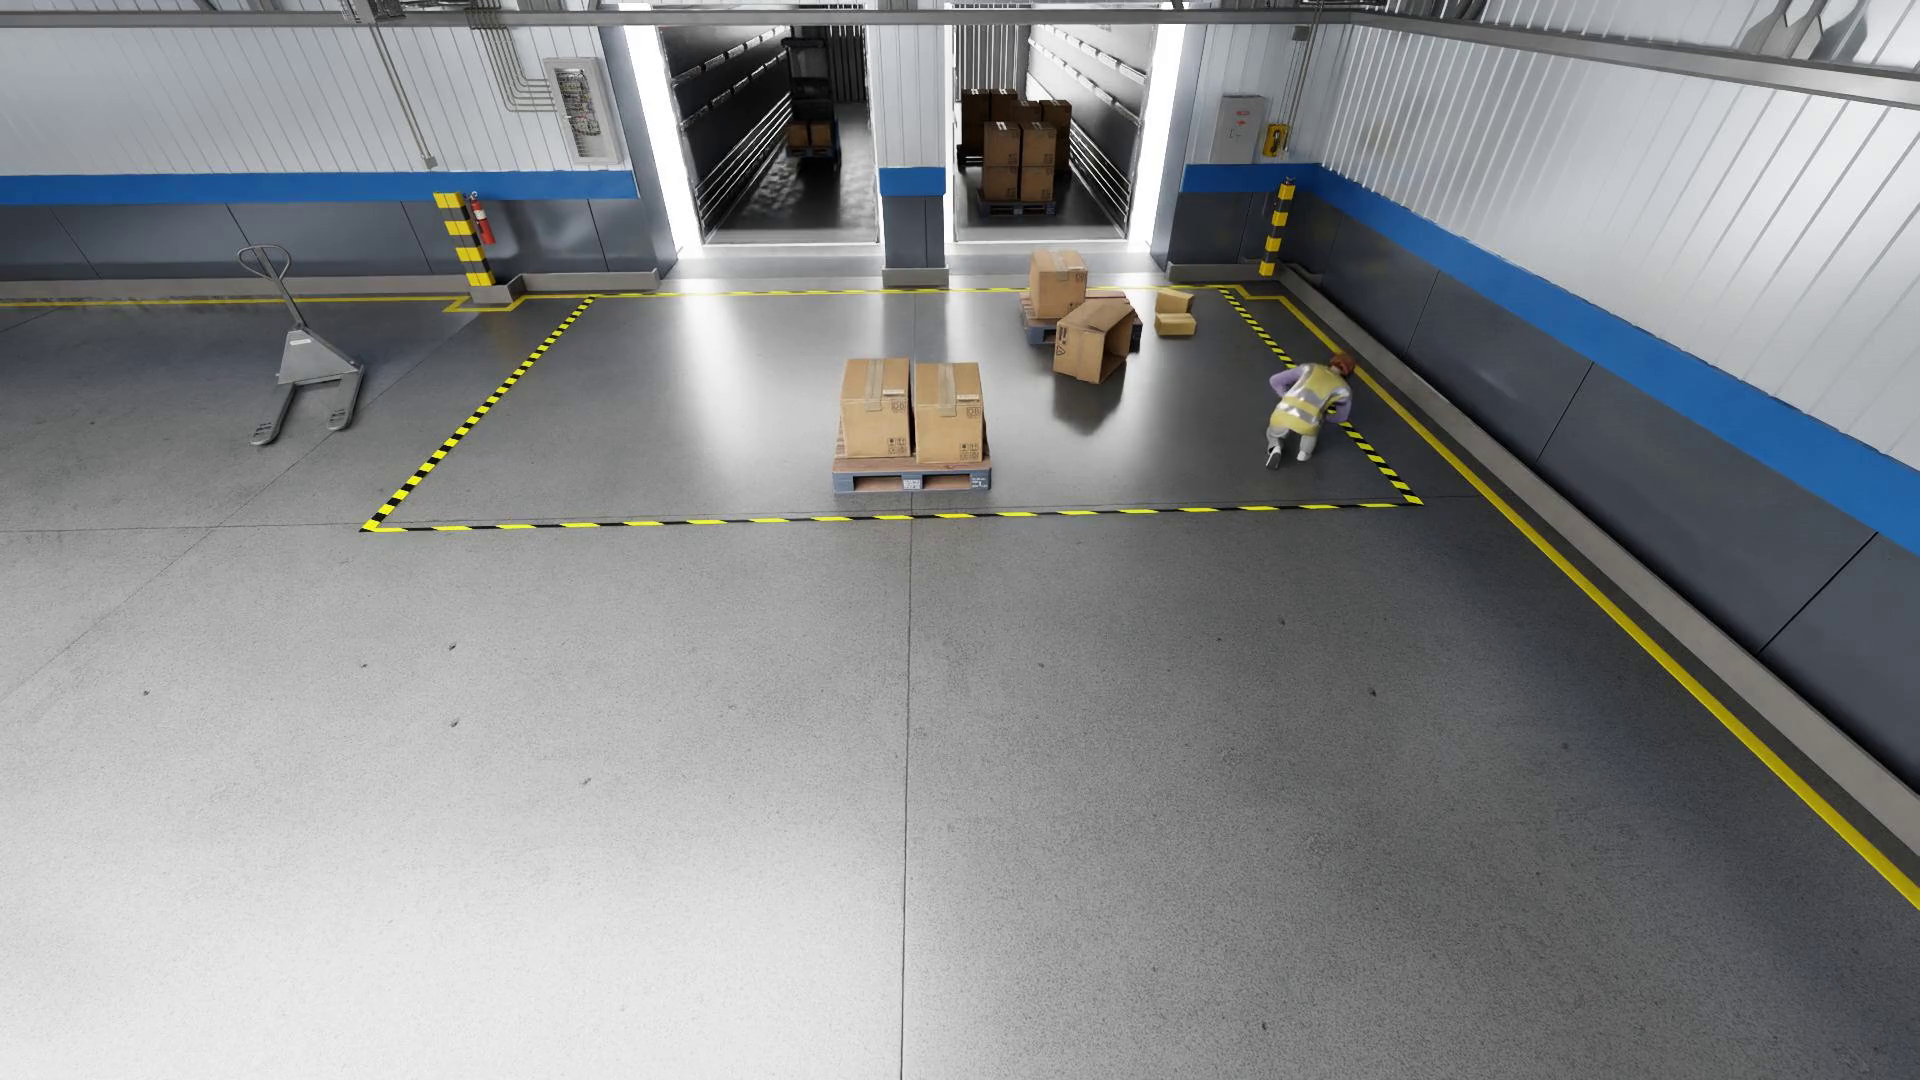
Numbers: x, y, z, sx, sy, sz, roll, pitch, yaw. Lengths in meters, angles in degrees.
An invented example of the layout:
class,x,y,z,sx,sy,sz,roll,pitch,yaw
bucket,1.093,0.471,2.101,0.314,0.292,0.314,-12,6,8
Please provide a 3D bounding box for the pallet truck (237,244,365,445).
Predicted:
class,x,y,z,sx,sy,sz,roll,pitch,yaw
pallet truck,-5.915,-1.733,6.366,0.680,1.201,1.601,-18,42,-21

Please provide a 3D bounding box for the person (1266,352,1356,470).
class,x,y,z,sx,sy,sz,roll,pitch,yaw
person,2.739,-1.034,5.882,0.663,0.817,0.914,22,43,25

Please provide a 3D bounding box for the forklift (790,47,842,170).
class,x,y,z,sx,sy,sz,roll,pitch,yaw
forklift,-2.773,-8.388,14.109,0.716,2.013,0.776,-2,39,-2
